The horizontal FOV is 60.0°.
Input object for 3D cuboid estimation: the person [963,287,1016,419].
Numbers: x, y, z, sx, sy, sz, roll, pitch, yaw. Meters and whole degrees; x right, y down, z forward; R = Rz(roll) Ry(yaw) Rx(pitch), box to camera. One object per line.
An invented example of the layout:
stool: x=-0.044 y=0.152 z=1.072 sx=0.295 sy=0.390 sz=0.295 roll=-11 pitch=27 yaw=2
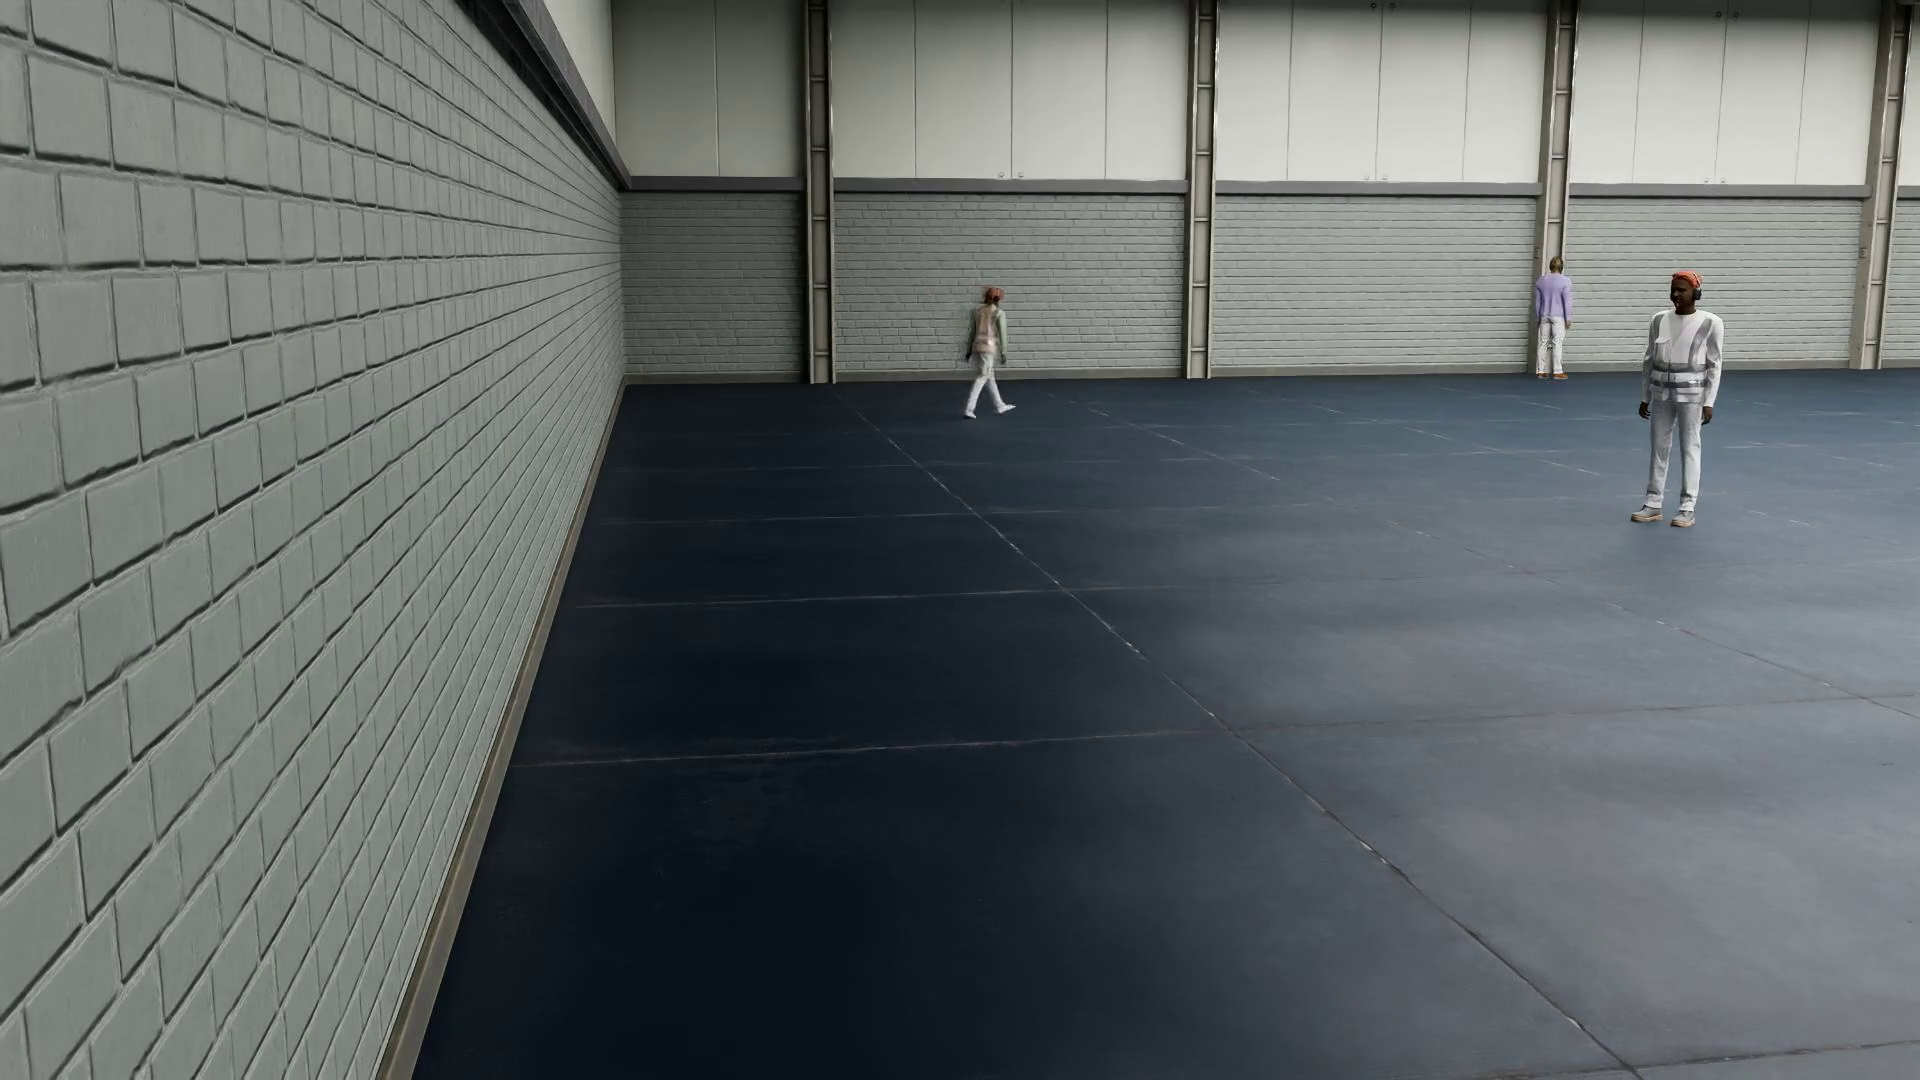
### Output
person: x=0.324 y=-2.267 z=20.193 sx=0.885 sy=1.577 sz=0.566 roll=-8 pitch=13 yaw=-40

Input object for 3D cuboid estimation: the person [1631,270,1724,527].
person: x=5.306 y=-1.043 z=12.300 sx=0.355 sy=1.883 sz=0.573 roll=-8 pitch=13 yaw=-39

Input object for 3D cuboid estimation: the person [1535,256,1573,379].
person: x=9.401 y=-3.512 z=26.354 sx=0.373 sy=1.940 sz=0.627 roll=-8 pitch=13 yaw=-40
